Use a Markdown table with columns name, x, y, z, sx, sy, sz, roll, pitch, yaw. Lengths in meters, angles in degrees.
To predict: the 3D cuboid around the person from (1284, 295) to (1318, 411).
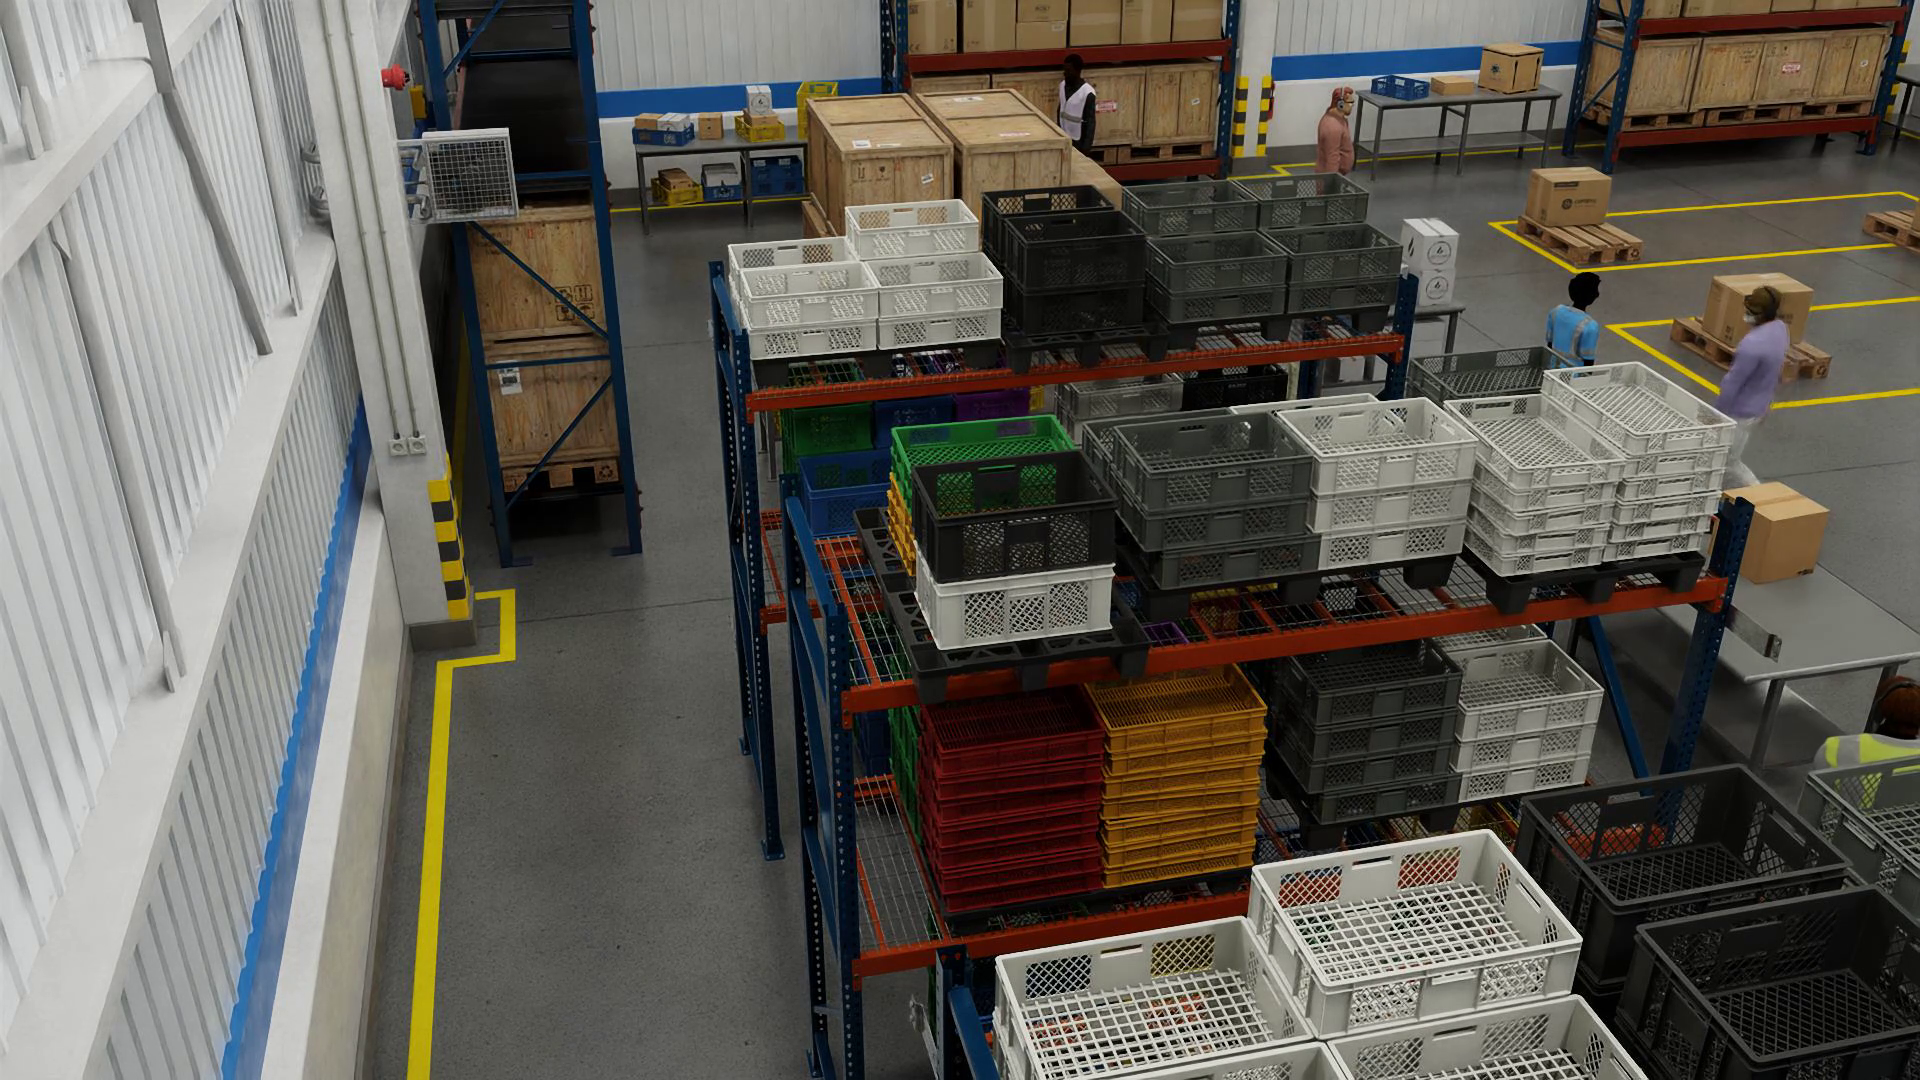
| name | x | y | z | sx | sy | sz | roll | pitch | yaw |
| --- | --- | --- | --- | --- | --- | --- | --- | --- | --- |
| person | 2.693 | -1.477 | 13.131 | 0.329 | 1.865 | 0.514 | -4 | 28 | -8 |

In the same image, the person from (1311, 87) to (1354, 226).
| name | x | y | z | sx | sy | sz | roll | pitch | yaw |
| --- | --- | --- | --- | --- | --- | --- | --- | --- | --- |
| person | 3.926 | -3.810 | 17.515 | 0.401 | 1.900 | 0.639 | 4 | 28 | 8 |

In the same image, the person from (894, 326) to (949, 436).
| name | x | y | z | sx | sy | sz | roll | pitch | yaw |
| --- | --- | --- | --- | --- | --- | --- | --- | --- | --- |
| person | -0.281 | -0.868 | 11.947 | 0.340 | 1.882 | 0.586 | 18 | 33 | 30 |

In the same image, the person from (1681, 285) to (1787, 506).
| name | x | y | z | sx | sy | sz | roll | pitch | yaw |
| --- | --- | --- | --- | --- | --- | --- | --- | --- | --- |
| person | 5.731 | -0.965 | 12.122 | 0.832 | 1.890 | 0.633 | 19 | 33 | 32 |

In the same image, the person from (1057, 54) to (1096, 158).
| name | x | y | z | sx | sy | sz | roll | pitch | yaw |
| --- | --- | --- | --- | --- | --- | --- | --- | --- | --- |
| person | 1.307 | -4.549 | 18.894 | 0.373 | 1.917 | 0.595 | -18 | 33 | -30 |

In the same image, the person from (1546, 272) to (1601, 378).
| name | x | y | z | sx | sy | sz | roll | pitch | yaw |
| --- | --- | --- | --- | --- | --- | --- | --- | --- | --- |
| person | 4.707 | -1.255 | 12.880 | 0.319 | 1.696 | 0.532 | -9 | 29 | -17 |

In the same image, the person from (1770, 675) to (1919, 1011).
| name | x | y | z | sx | sy | sz | roll | pitch | yaw |
| --- | --- | --- | --- | --- | --- | --- | --- | --- | --- |
| person | 4.115 | 1.440 | 7.628 | 0.622 | 1.835 | 0.431 | 5 | 28 | 9 |
